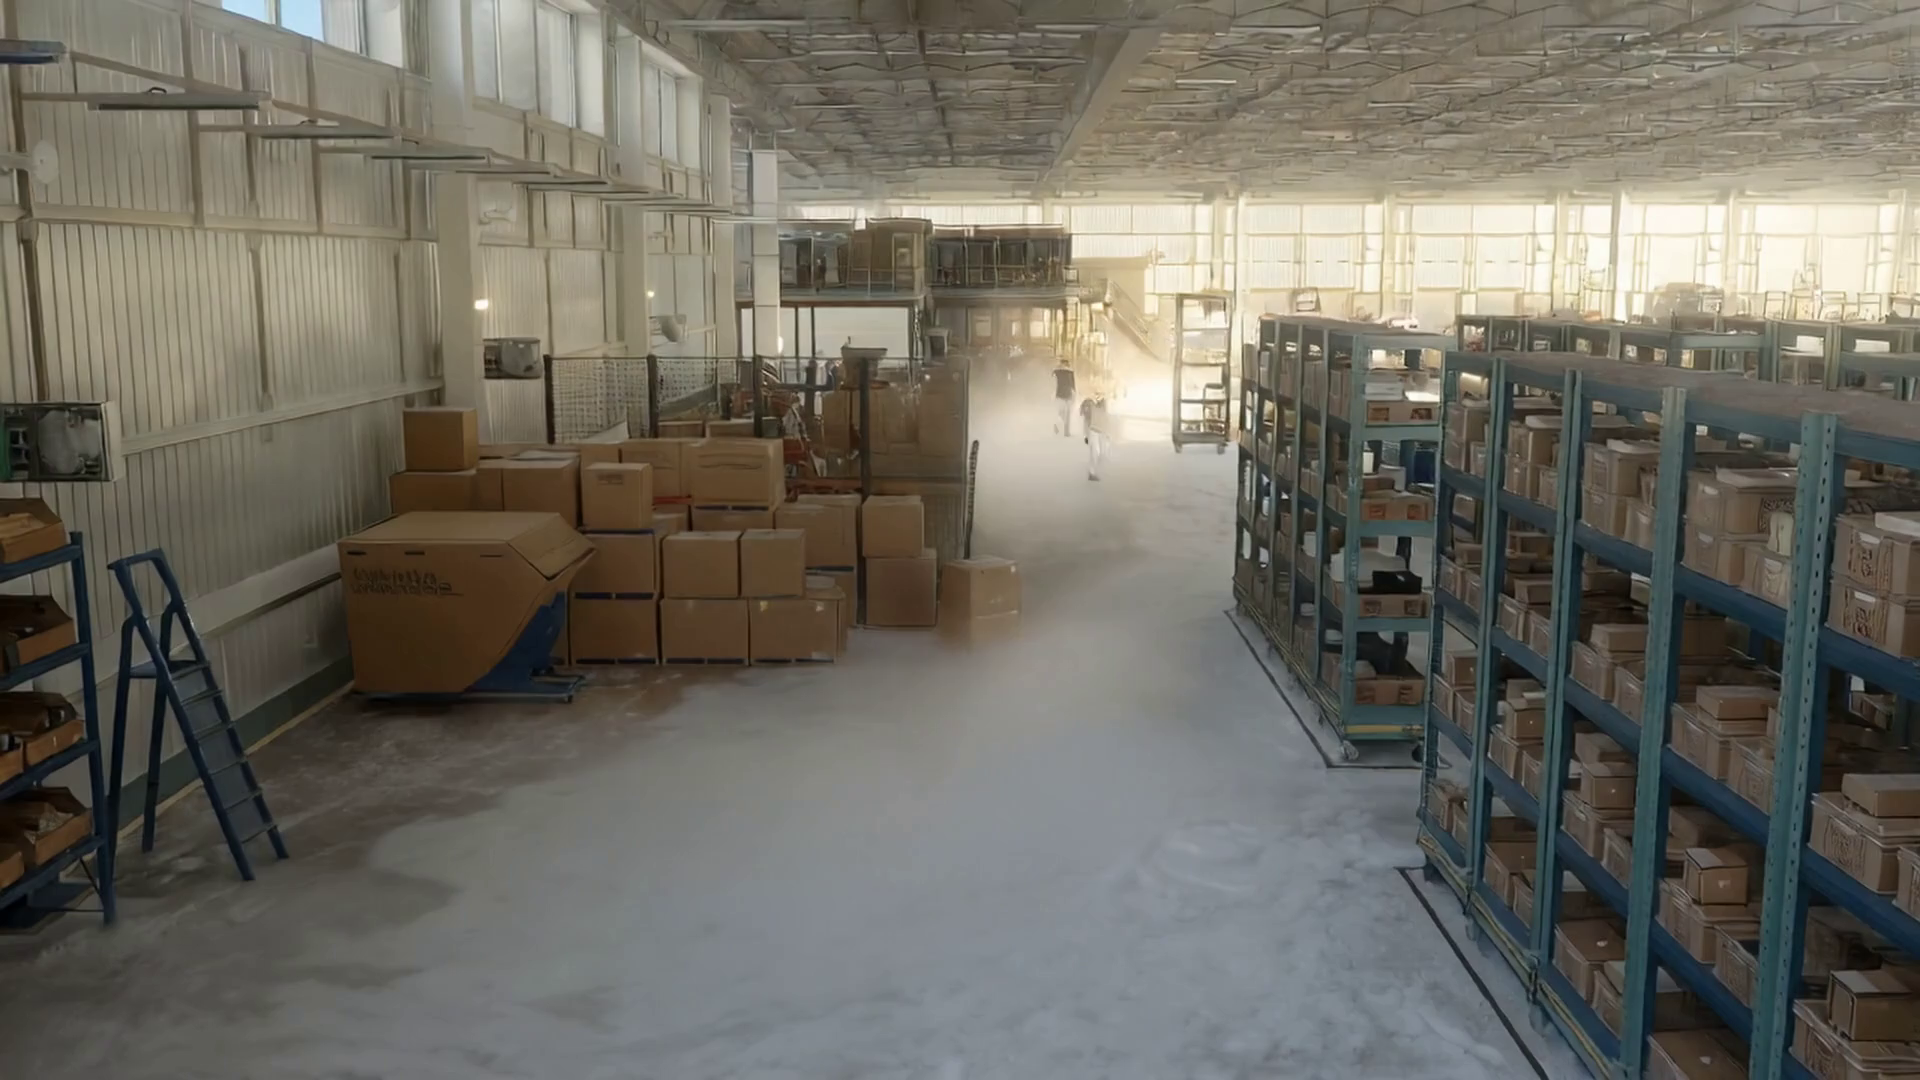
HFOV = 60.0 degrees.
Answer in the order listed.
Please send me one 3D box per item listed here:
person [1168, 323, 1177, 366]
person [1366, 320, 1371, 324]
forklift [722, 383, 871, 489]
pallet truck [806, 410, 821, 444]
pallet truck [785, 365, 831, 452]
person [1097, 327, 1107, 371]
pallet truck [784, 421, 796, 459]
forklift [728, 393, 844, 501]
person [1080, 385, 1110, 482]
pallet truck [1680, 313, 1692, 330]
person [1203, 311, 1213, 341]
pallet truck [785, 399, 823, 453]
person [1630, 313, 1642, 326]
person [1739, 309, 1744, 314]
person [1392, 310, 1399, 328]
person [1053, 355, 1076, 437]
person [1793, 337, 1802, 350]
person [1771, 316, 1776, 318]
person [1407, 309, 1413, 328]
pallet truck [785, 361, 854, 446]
[{"bbox_3d":[9.281,-8.487,71.871,0.427,1.922,0.777,-3,10,-17],"label":"person"},{"bbox_3d":[18.446,-9.016,75.329,0.400,1.855,0.543,-5,11,-30],"label":"person"},{"bbox_3d":[-2.893,-1.687,28.729,2.680,1.987,1.157,0,9,-1],"label":"forklift"},{"bbox_3d":[-3.559,-2.018,33.905,1.522,1.261,0.704,0,9,-1],"label":"pallet truck"},{"bbox_3d":[-3.774,-2.976,37.635,1.885,1.965,0.823,1,9,5],"label":"pallet truck"},{"bbox_3d":[5.816,-7.796,67.869,0.340,1.843,0.506,-5,11,-30],"label":"person"},{"bbox_3d":[-4.013,-1.793,32.705,1.601,1.201,0.680,0,9,1],"label":"pallet truck"},{"bbox_3d":[-2.979,-1.316,26.476,2.680,1.987,1.157,0,9,1],"label":"forklift"},{"bbox_3d":[2.653,-2.074,32.406,0.668,1.889,0.422,-6,11,-33],"label":"person"},{"bbox_3d":[36.315,-10.531,84.244,0.823,1.965,1.885,-6,11,-33],"label":"pallet truck"},{"bbox_3d":[14.519,-12.551,97.295,0.822,1.814,0.635,3,10,18],"label":"person"},{"bbox_3d":[-3.814,-2.432,36.419,1.630,1.274,0.653,0,9,1],"label":"pallet truck"},{"bbox_3d":[34.646,-10.670,85.281,0.373,1.940,0.628,-8,12,-42],"label":"person"},{"bbox_3d":[44.271,-12.131,94.295,0.551,1.937,0.357,-2,10,-15],"label":"person"},{"bbox_3d":[23.813,-11.589,90.952,0.481,1.932,0.643,7,11,36],"label":"person"},{"bbox_3d":[2.593,-3.546,41.064,0.638,2.025,0.454,7,11,35],"label":"person"},{"bbox_3d":[29.417,-6.289,58.729,0.942,1.776,0.610,0,9,0],"label":"person"},{"bbox_3d":[39.447,-9.898,80.683,0.337,1.882,0.585,6,11,33],"label":"person"},{"bbox_3d":[25.588,-12.171,94.613,0.396,1.919,0.588,5,10,28],"label":"person"},{"bbox_3d":[-3.410,-3.193,38.978,1.885,1.965,0.823,0,9,-1],"label":"pallet truck"}]
